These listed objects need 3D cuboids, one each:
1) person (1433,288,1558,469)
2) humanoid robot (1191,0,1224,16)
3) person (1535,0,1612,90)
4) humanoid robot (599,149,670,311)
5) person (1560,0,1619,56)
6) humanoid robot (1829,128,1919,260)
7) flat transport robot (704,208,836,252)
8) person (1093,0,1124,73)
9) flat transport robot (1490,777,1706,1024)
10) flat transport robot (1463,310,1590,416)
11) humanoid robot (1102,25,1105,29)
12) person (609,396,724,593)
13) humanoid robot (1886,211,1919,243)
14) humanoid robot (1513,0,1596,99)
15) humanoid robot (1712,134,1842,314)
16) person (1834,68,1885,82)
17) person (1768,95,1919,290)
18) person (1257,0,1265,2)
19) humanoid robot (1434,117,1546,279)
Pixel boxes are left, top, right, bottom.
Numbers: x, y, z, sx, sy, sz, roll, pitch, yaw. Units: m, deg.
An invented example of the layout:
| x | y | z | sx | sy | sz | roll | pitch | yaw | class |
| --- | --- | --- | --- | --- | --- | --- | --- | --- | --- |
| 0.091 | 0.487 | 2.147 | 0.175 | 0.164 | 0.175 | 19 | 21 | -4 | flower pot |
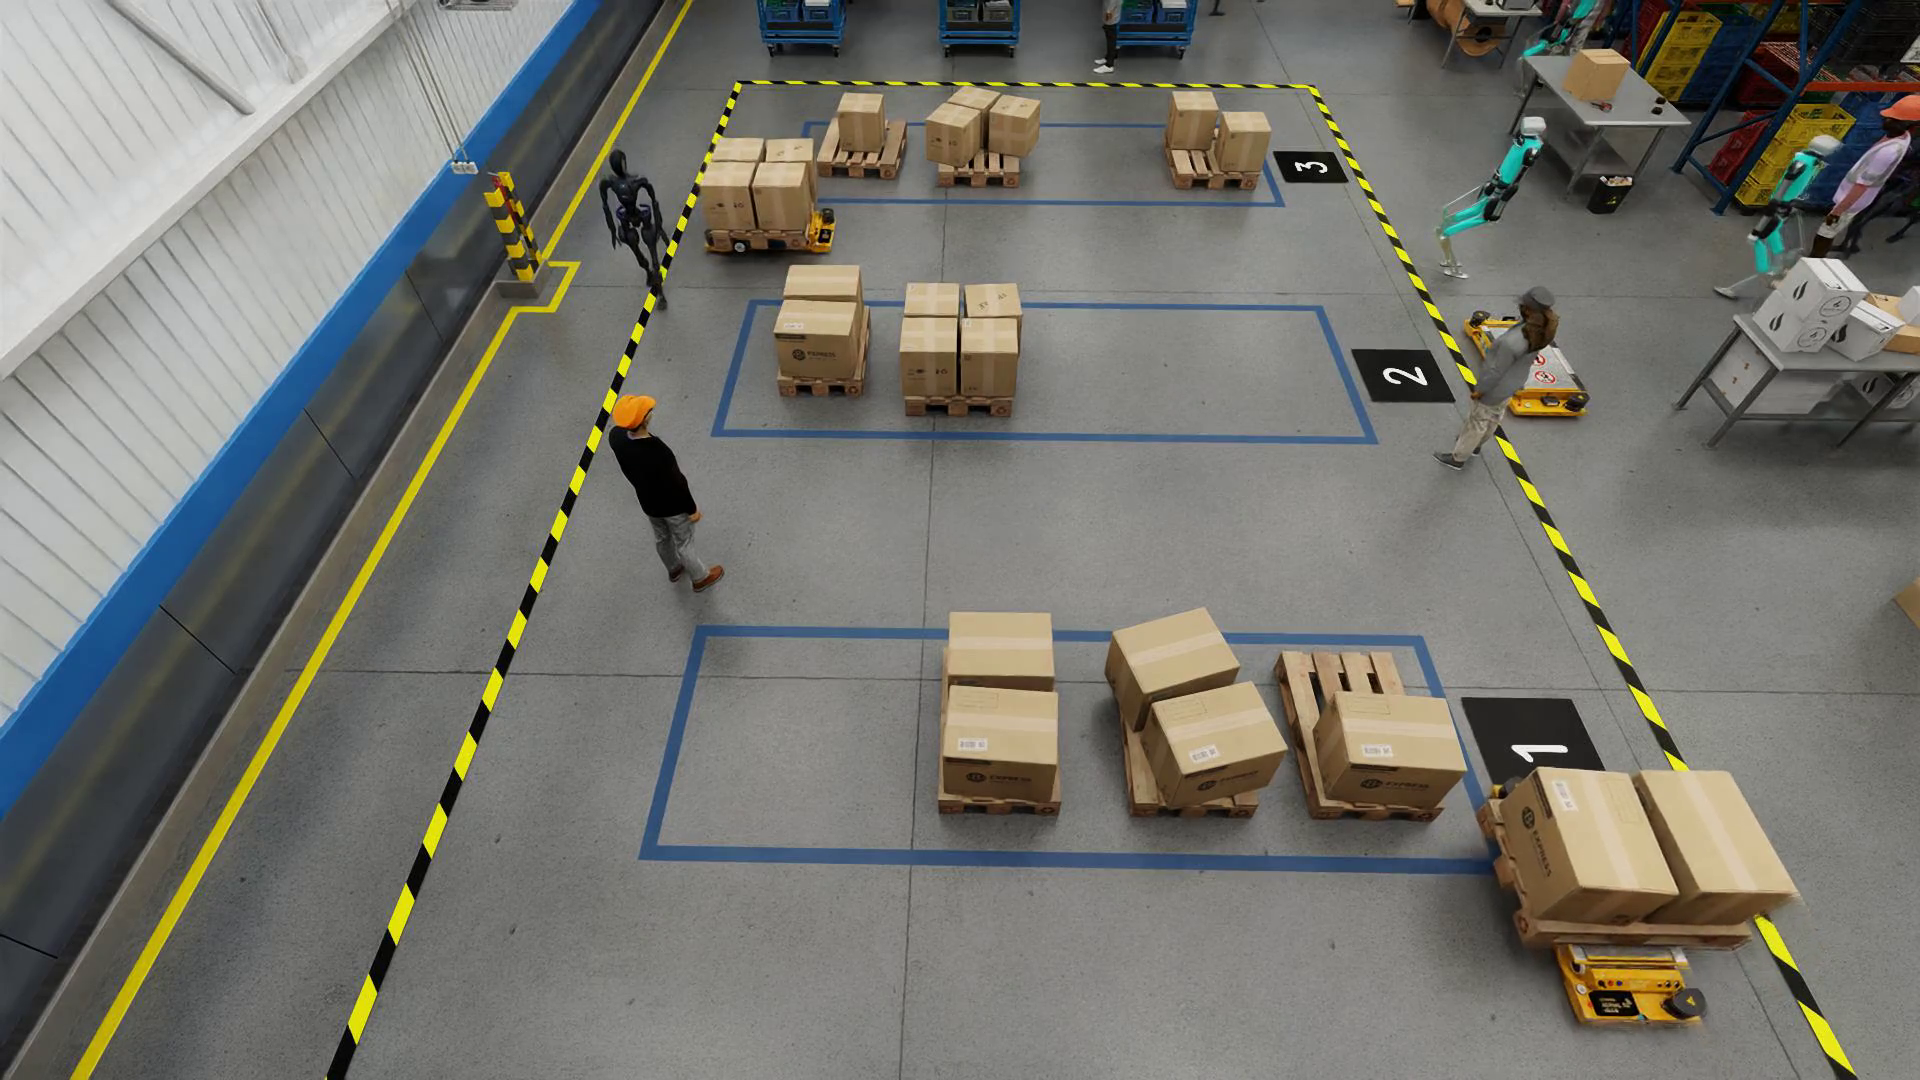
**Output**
| x | y | z | sx | sy | sz | roll | pitch | yaw | class |
| --- | --- | --- | --- | --- | --- | --- | --- | --- | --- |
| 4.528 | -1.327 | 7.687 | 0.564 | 1.769 | 0.394 | -28 | 55 | -22 | person |
| 4.103 | -9.305 | 14.662 | 0.567 | 1.627 | 0.595 | -3 | 49 | -2 | humanoid robot |
| 8.604 | -7.234 | 12.762 | 0.586 | 1.831 | 0.403 | 12 | 50 | 10 | person |
| -3.324 | -3.220 | 9.418 | 0.588 | 1.622 | 0.784 | -8 | 50 | -7 | humanoid robot |
| 9.028 | -7.694 | 13.110 | 0.631 | 1.908 | 0.930 | 0 | 49 | 0 | person |
| 10.076 | -3.829 | 9.915 | 0.334 | 1.642 | 0.602 | 3 | 49 | 2 | humanoid robot |
| -2.191 | -3.611 | 10.640 | 1.431 | 0.197 | 0.652 | 1 | 49 | 1 | flat transport robot |
| 2.158 | -7.726 | 13.174 | 0.385 | 1.849 | 0.596 | 8 | 50 | 7 | person |
| 3.883 | 2.164 | 5.642 | 0.652 | 0.197 | 1.431 | 1 | 49 | 1 | flat transport robot |
| 5.573 | -1.757 | 9.054 | 0.659 | 0.231 | 1.431 | 1 | 49 | 1 | flat transport robot |
| 2.506 | -8.916 | 14.324 | 0.432 | 1.645 | 0.587 | -37 | 58 | -27 | humanoid robot |
| -2.172 | -0.311 | 6.735 | 0.587 | 1.884 | 0.361 | 23 | 53 | 19 | person |
| 11.172 | -3.978 | 10.081 | 0.667 | 1.647 | 0.588 | -15 | 51 | -13 | humanoid robot |
| 8.165 | -7.028 | 12.623 | 0.530 | 1.730 | 0.775 | -27 | 54 | -21 | humanoid robot |
| 8.387 | -3.071 | 9.289 | 0.536 | 1.893 | 0.764 | -31 | 56 | -24 | humanoid robot |
| 13.143 | -7.276 | 12.828 | 0.777 | 1.782 | 0.527 | -6 | 49 | -5 | person |
| 9.099 | -3.510 | 9.415 | 0.444 | 2.030 | 0.619 | 36 | 58 | 27 | person |
| 5.056 | -9.938 | 15.032 | 0.630 | 1.939 | 0.372 | 20 | 52 | 17 | person |
| 5.379 | -3.560 | 9.554 | 0.735 | 1.677 | 0.533 | 8 | 50 | 7 | humanoid robot |
